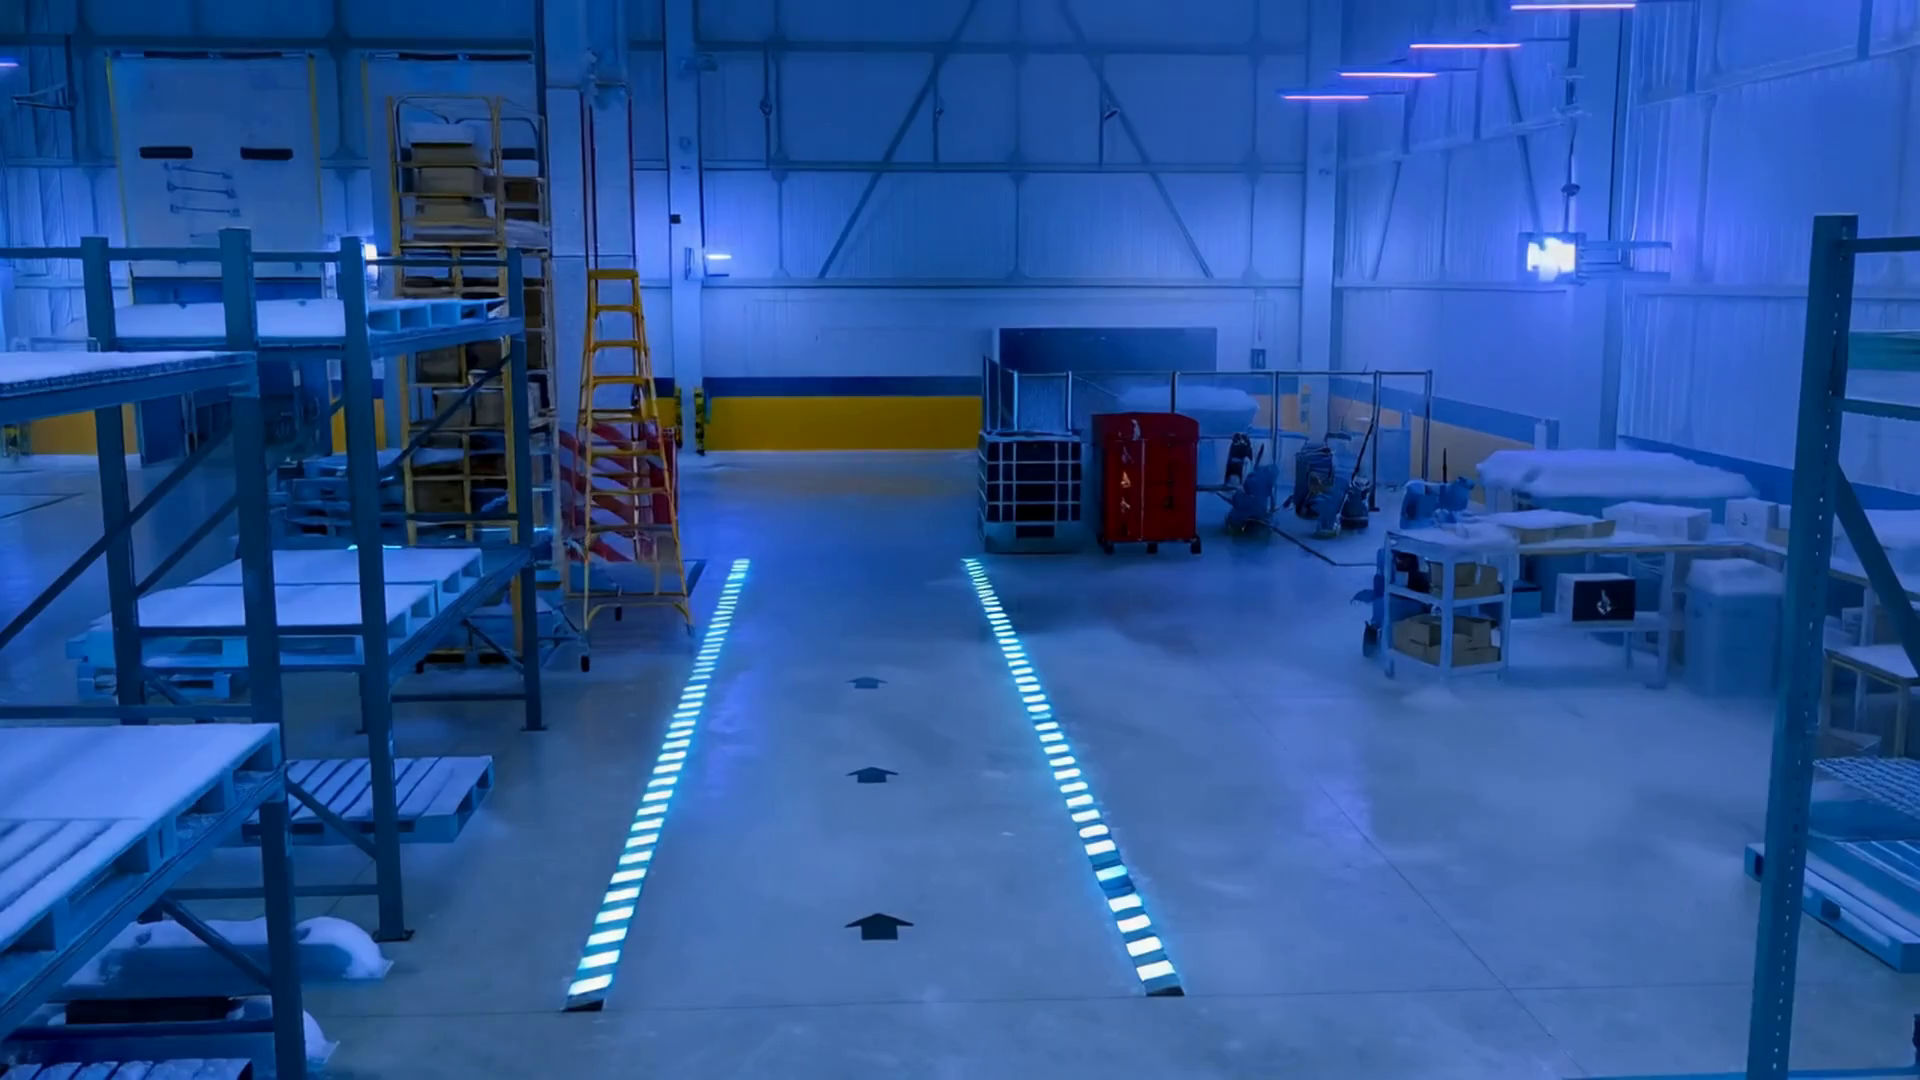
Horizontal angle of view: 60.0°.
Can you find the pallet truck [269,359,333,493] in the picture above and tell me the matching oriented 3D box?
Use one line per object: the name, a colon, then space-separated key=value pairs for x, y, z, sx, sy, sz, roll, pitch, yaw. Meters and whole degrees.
pallet truck: x=-7.062 y=-1.131 z=18.996 sx=1.885 sy=1.965 sz=0.823 roll=2 pitch=9 yaw=13
